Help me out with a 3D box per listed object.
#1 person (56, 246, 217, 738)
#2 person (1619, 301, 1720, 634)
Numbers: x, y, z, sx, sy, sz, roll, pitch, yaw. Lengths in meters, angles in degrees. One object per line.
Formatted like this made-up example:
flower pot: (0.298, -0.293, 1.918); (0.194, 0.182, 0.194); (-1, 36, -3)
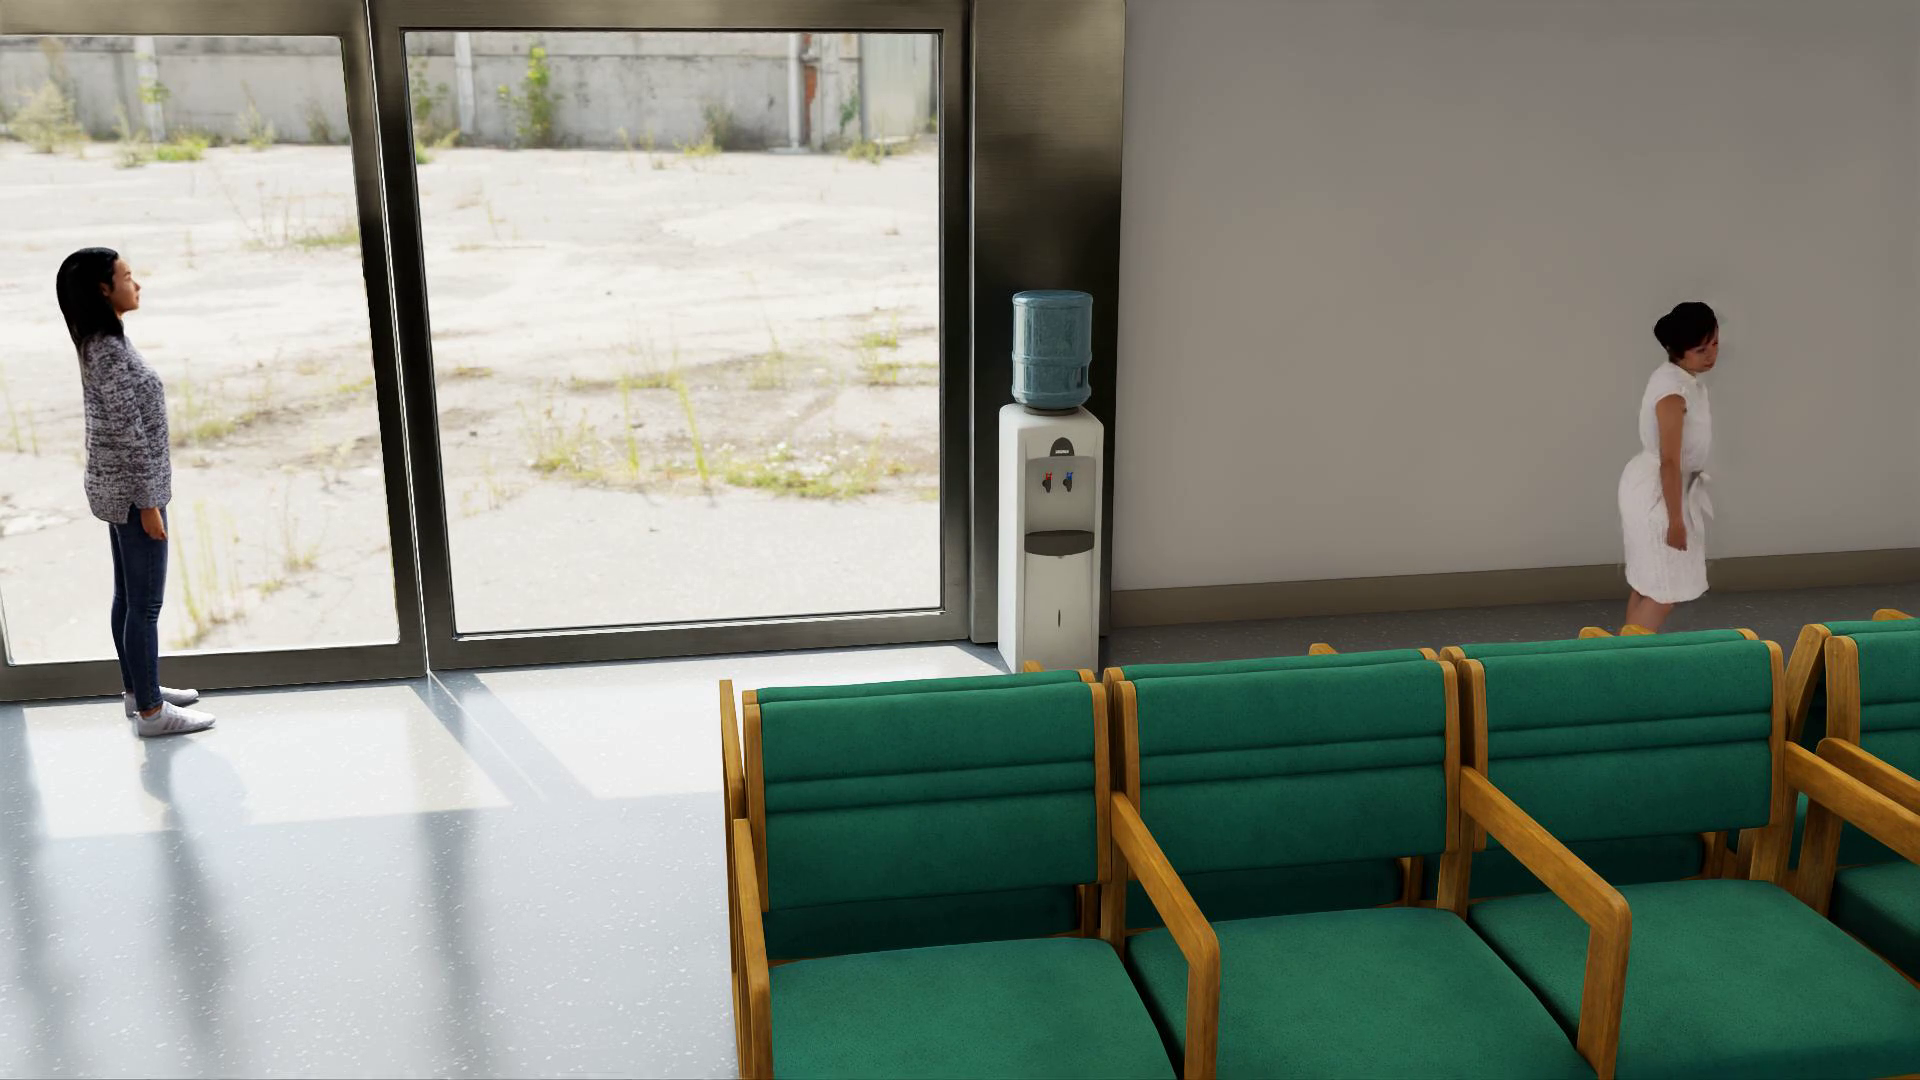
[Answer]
person: (-2.966, -0.174, 5.931); (0.739, 1.731, 0.599); (-10, 19, -32)
person: (2.577, -0.122, 6.103); (0.720, 1.537, 0.607); (0, 16, -2)
